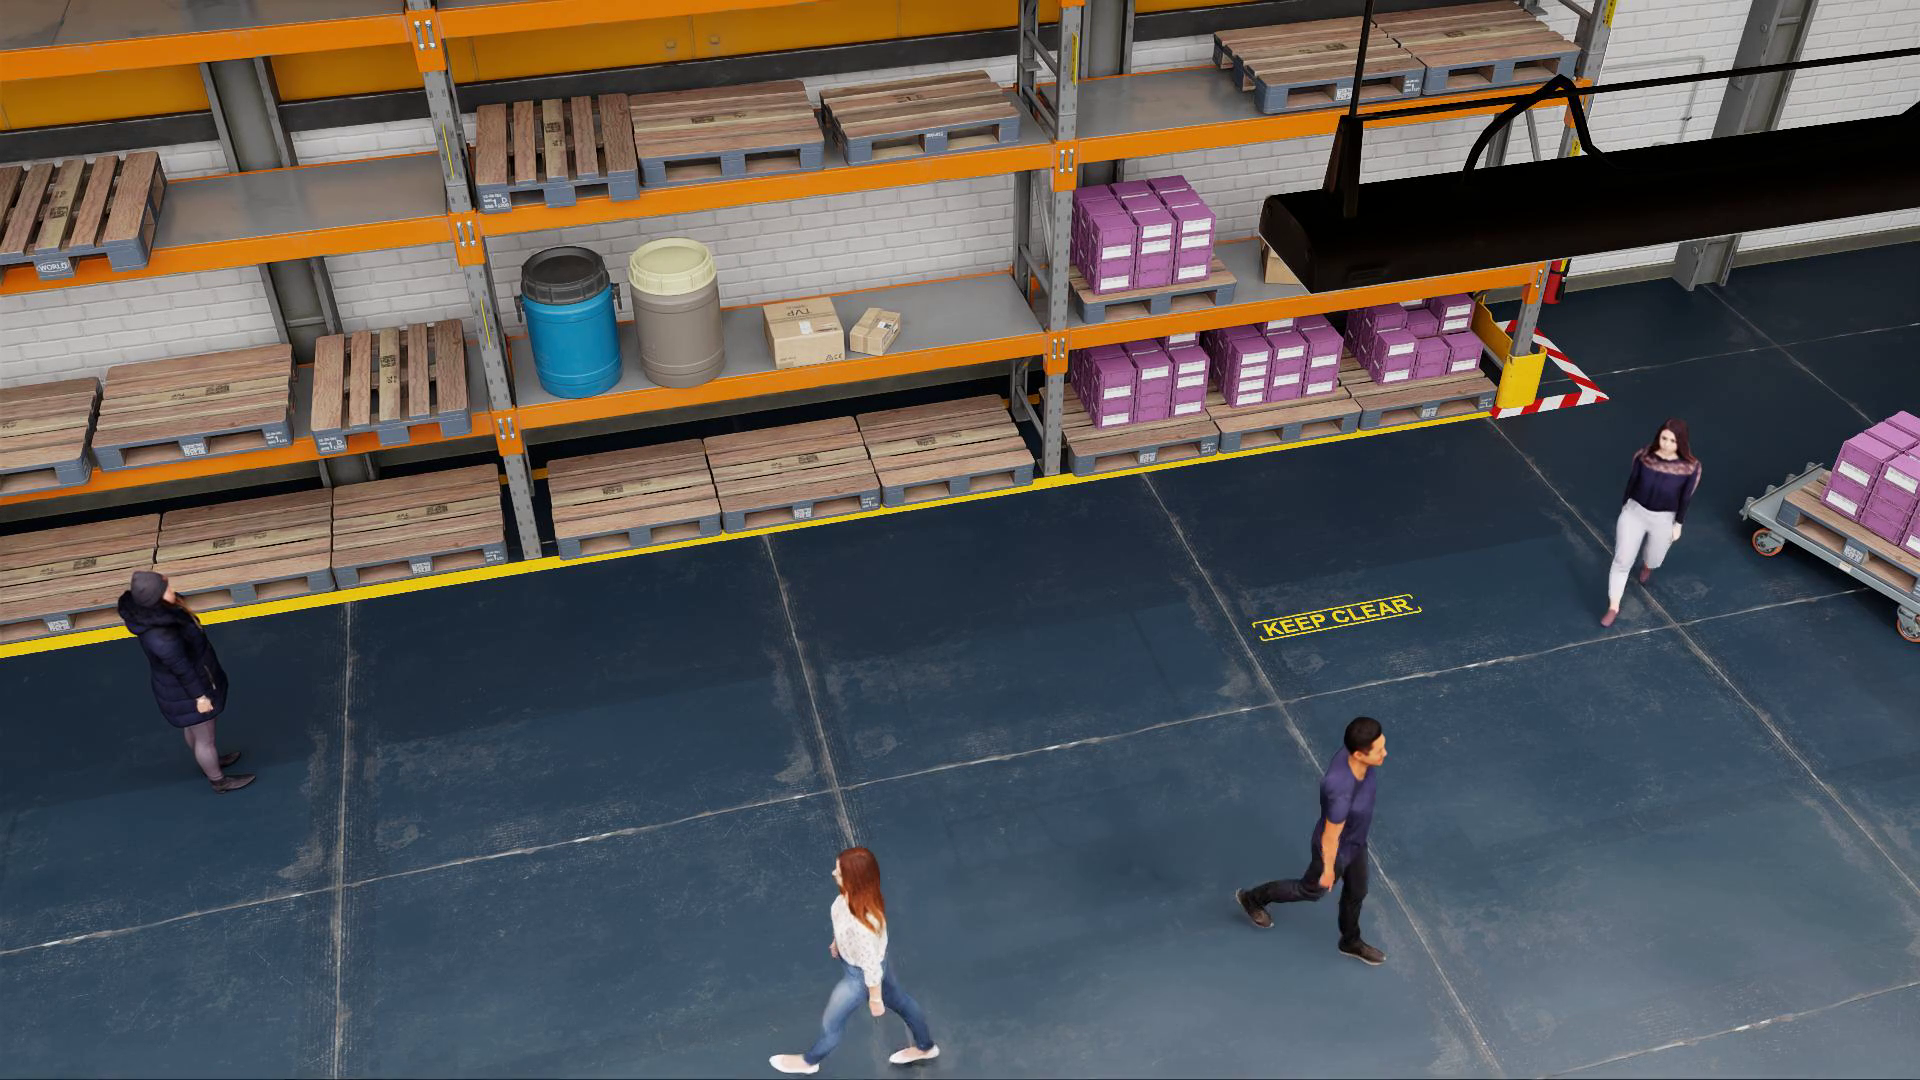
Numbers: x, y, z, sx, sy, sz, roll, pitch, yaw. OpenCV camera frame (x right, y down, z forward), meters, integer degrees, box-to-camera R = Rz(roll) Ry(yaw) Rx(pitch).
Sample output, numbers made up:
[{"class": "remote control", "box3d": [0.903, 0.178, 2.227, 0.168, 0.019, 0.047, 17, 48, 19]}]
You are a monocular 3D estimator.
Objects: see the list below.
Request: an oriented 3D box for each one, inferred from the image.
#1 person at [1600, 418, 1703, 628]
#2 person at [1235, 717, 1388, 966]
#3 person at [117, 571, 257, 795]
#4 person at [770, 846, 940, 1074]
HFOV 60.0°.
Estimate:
[{"class": "person", "box3d": [4.714, -0.156, 11.326, 0.954, 1.593, 1.027, 22, 44, 25]}, {"class": "person", "box3d": [1.958, 1.602, 8.986, 1.177, 1.764, 1.112, 20, 43, 23]}, {"class": "person", "box3d": [-4.664, 0.850, 10.000, 0.770, 1.673, 0.762, -24, 45, -27]}, {"class": "person", "box3d": [-0.396, 2.148, 8.372, 1.173, 1.678, 0.779, -1, 39, -2]}]
